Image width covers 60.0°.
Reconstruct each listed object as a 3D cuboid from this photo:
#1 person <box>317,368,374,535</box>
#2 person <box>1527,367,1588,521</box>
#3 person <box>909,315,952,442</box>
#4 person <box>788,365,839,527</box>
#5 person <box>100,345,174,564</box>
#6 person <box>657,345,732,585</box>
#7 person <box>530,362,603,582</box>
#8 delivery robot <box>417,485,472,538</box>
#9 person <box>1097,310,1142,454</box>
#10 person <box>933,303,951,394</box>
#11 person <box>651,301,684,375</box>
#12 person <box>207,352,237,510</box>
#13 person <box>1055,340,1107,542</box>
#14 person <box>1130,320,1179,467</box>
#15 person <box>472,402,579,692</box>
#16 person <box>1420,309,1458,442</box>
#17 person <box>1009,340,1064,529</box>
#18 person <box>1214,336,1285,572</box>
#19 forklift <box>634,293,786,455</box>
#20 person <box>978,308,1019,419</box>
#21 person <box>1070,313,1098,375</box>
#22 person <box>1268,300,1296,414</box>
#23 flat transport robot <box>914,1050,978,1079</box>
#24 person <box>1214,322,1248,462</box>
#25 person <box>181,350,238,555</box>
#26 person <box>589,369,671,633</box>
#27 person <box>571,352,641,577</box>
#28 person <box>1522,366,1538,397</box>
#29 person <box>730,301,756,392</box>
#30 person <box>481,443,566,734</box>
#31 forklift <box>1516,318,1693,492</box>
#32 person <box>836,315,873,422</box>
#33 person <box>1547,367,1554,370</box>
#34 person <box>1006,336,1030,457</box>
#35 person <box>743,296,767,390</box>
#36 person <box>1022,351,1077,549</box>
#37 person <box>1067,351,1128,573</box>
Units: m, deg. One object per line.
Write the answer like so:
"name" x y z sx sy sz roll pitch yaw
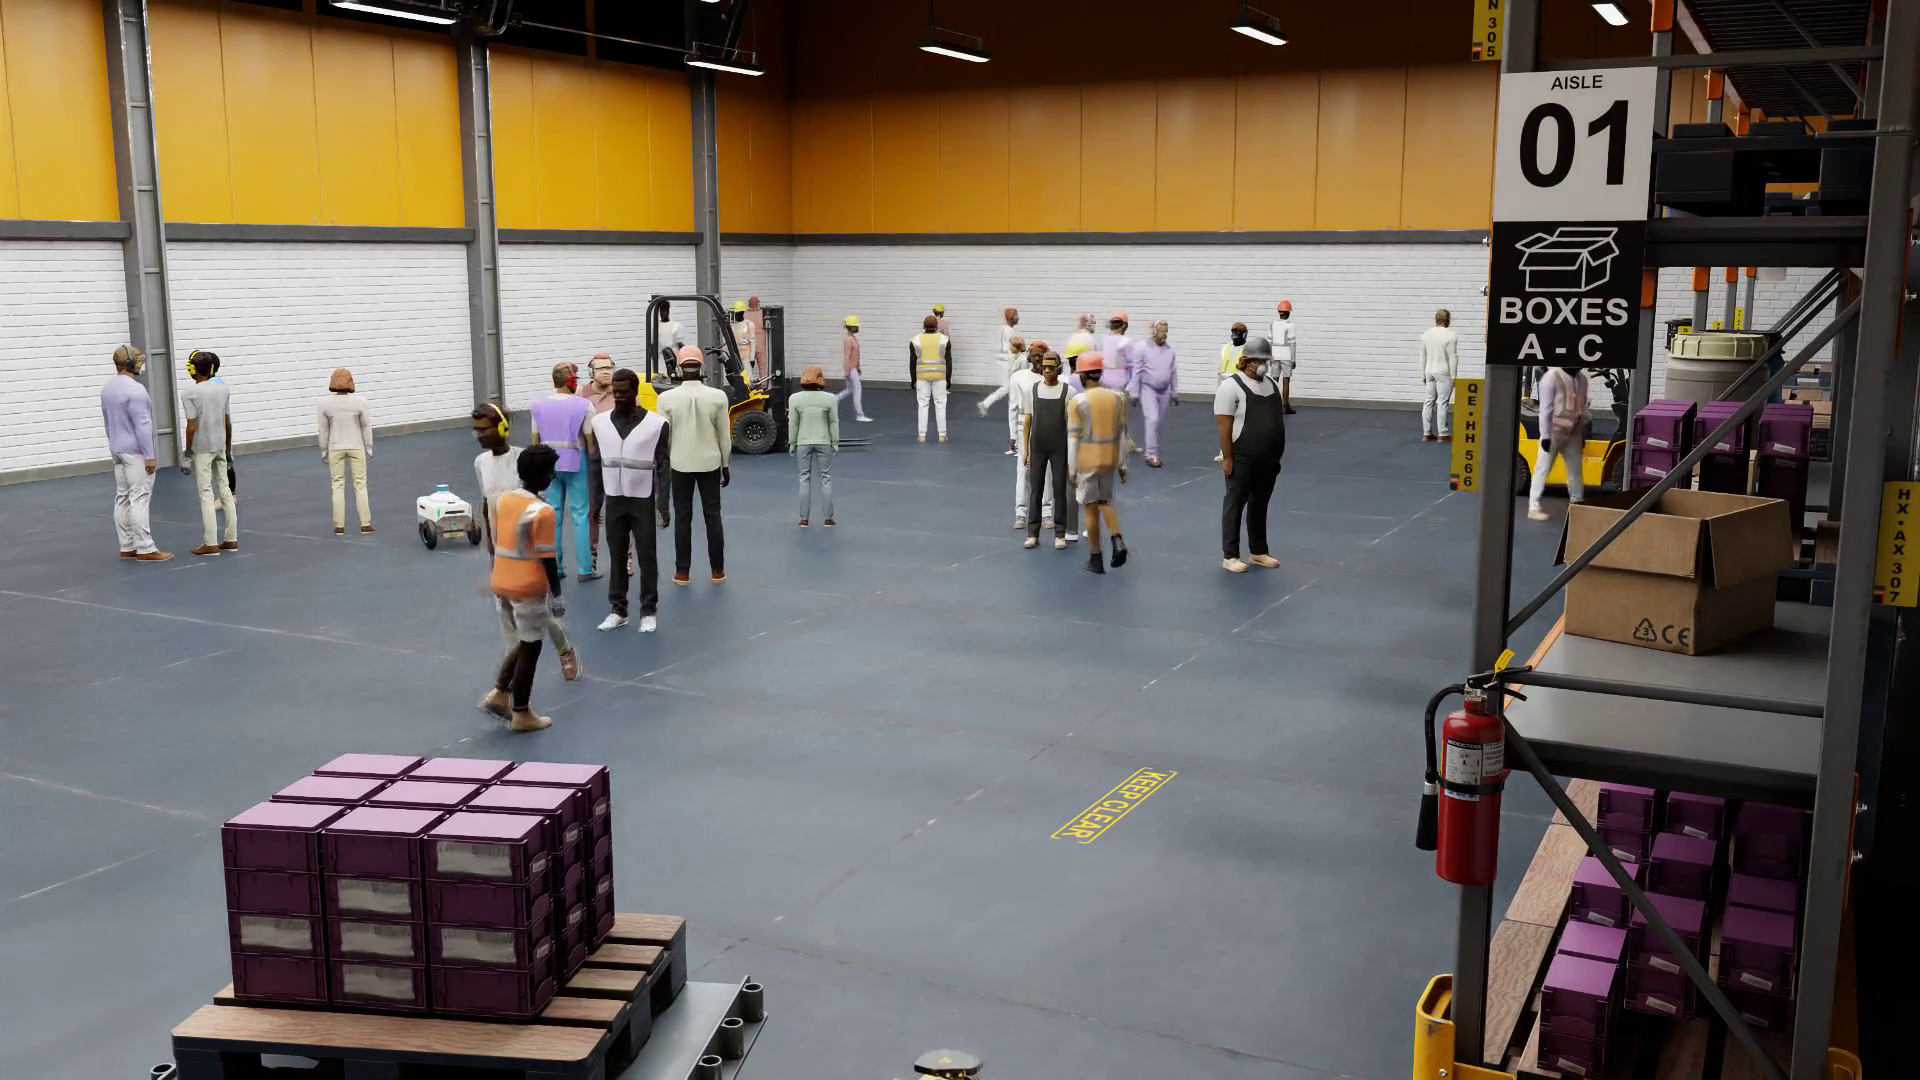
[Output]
"person" -5.989 -0.861 16.241 0.497 1.632 0.285 -3 10 -15
"person" 6.215 -1.109 17.146 0.652 1.829 0.431 -5 11 -28
"person" -0.423 -2.349 24.253 0.623 1.844 0.429 0 10 -1
"person" -1.466 -0.938 16.685 0.507 1.631 0.278 -1 10 -4
"person" -7.333 -0.757 14.752 0.627 1.941 0.370 7 12 36
"person" -2.197 -0.615 13.786 0.608 1.989 0.387 -3 10 -14
"person" -3.290 -0.557 13.874 0.565 1.841 0.387 2 10 11
"delivery robot" -4.877 -0.279 15.715 0.477 0.478 0.707 -6 12 -33
"person" 2.066 -2.107 22.511 1.050 1.985 0.610 -7 12 -36
"person" -0.412 -3.719 32.398 0.533 1.768 0.311 7 12 33
"person" -5.012 -3.098 28.326 0.610 1.935 0.852 0 10 -1
"person" -7.985 -1.169 17.837 0.318 1.695 0.539 -1 10 -6
"person" 1.116 -0.942 15.866 0.593 1.923 0.382 -5 11 -28
"person" 2.578 -1.879 21.406 0.673 1.880 0.731 -5 11 -28
"person" -2.731 0.040 10.451 0.547 1.837 0.612 5 11 26
"person" 6.973 -2.389 24.198 0.372 1.941 0.627 -7 12 -34
"person" 0.771 -1.046 16.586 0.573 1.883 0.359 0 10 1
"person" 2.563 -0.749 14.414 0.684 2.000 0.538 -7 12 -34
"forklift" -3.588 -2.317 23.042 2.313 2.155 1.214 -1 10 -5
"person" 0.728 -2.860 27.175 0.780 1.858 0.584 1 10 4
"person" 1.892 -2.277 23.693 0.785 1.881 0.673 -4 11 -23
"person" 5.511 -3.113 28.391 0.360 1.939 0.543 -10 14 -44
"flat transport robot" -0.127 1.836 4.564 0.652 0.197 1.431 5 11 27
"person" 3.620 -1.922 21.776 0.626 1.846 0.429 8 13 40
"person" -6.862 -0.792 15.153 0.328 1.873 0.519 5 11 26
"person" -2.397 -0.283 12.098 0.628 1.917 0.410 1 10 8
"person" -3.017 -0.628 14.097 0.651 1.907 0.409 -1 10 -8
"person" 7.921 -2.240 23.642 0.404 1.831 0.601 -4 11 -22
"person" -3.837 -3.240 29.227 0.600 1.913 0.430 8 13 39
"person" -2.450 0.285 9.478 0.392 1.669 0.560 -9 13 -42
"forklift" 7.066 -1.601 18.899 2.313 2.155 1.214 5 11 27
"person" -1.820 -2.795 27.095 0.753 1.742 0.522 1 10 4
"person" 9.127 -2.523 25.426 0.599 1.780 0.940 -5 11 -27
"person" 0.817 -1.940 22.495 0.322 1.630 0.529 -2 10 -11
"person" -3.968 -3.757 32.212 0.638 1.909 0.408 -1 10 -3
"person" 0.831 -0.831 15.452 0.506 1.847 0.345 2 10 11
"person" 1.161 -0.652 14.210 0.572 1.914 0.498 -5 11 -26
